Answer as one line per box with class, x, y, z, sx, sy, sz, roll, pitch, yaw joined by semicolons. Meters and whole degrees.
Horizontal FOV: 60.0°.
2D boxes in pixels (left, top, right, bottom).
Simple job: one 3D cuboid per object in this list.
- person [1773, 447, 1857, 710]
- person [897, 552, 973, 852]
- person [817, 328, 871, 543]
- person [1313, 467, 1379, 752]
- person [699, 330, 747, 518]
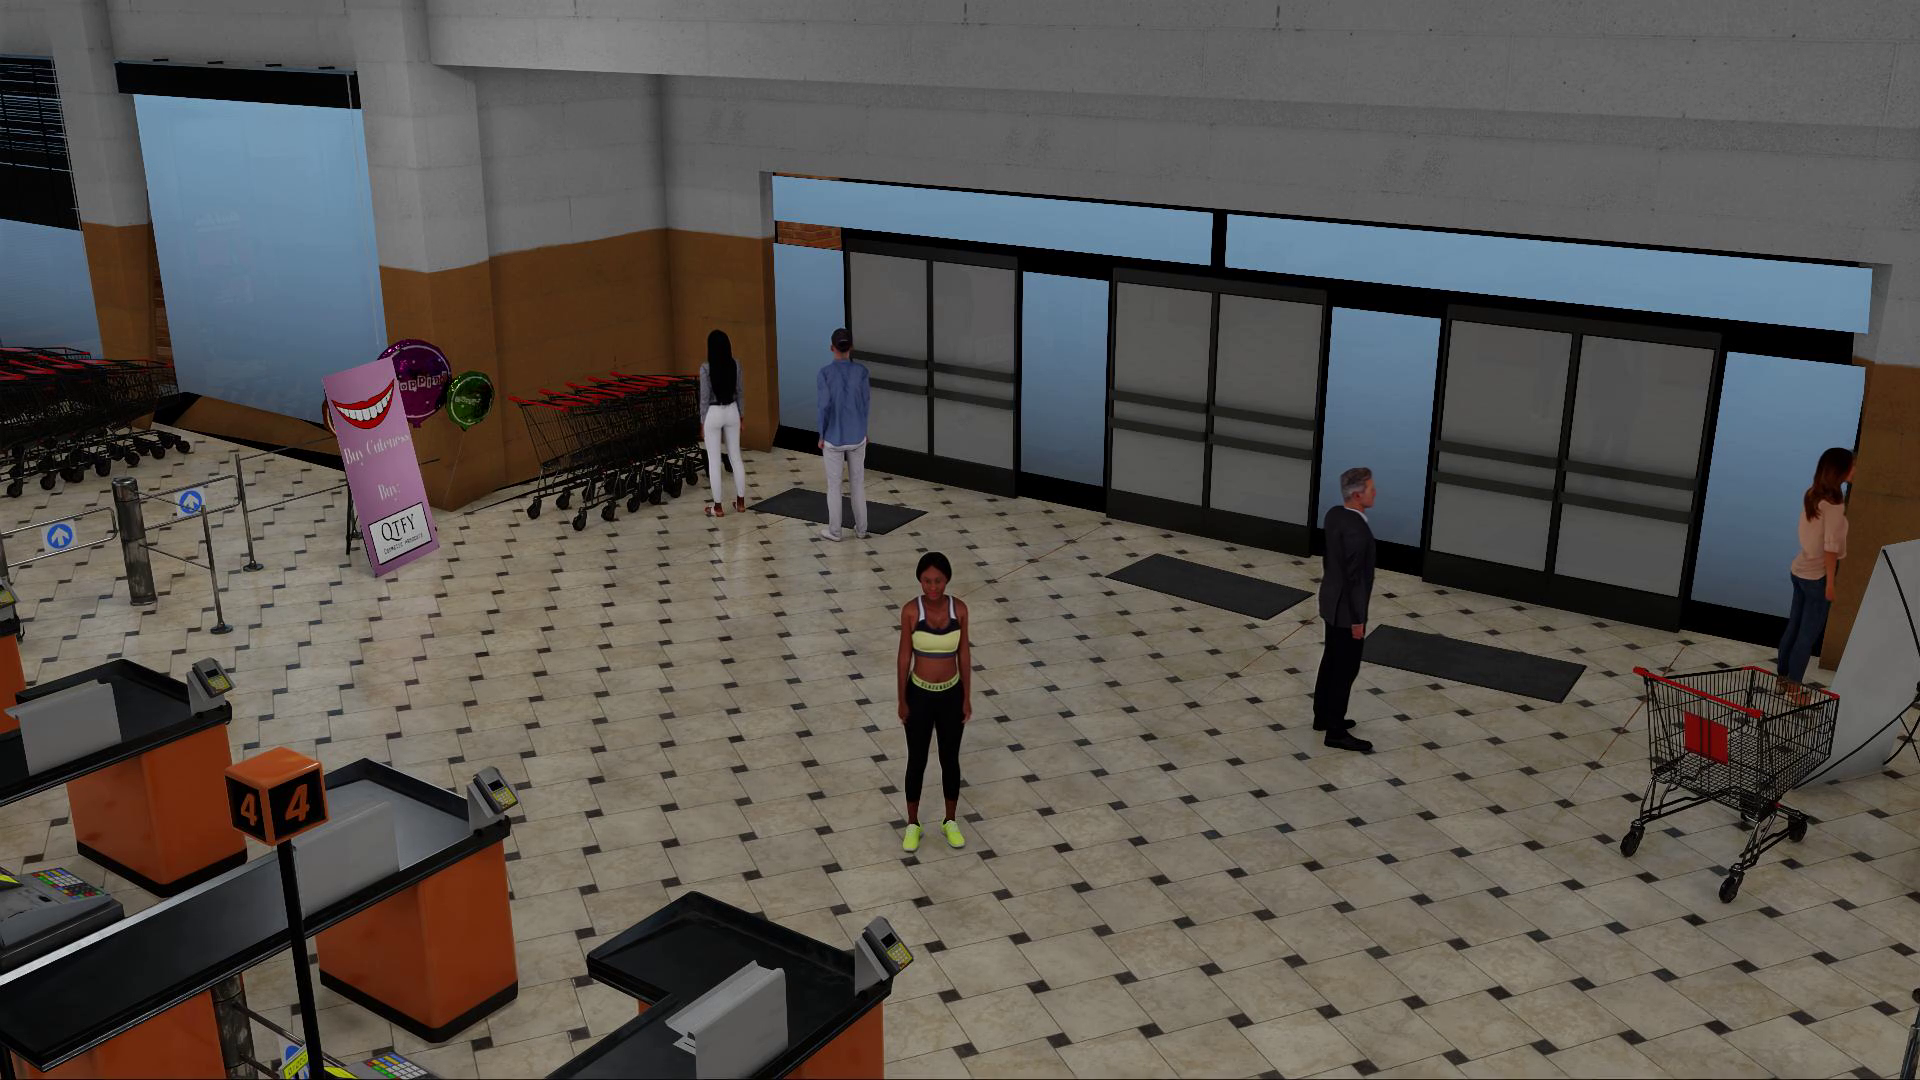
person;5.735;0.240;11.179;0.730;1.792;0.618;2;19;6
person;-0.143;0.892;9.304;0.640;1.754;0.694;-3;19;-8
person;-1.009;-0.914;14.451;0.689;1.888;0.802;-8;20;-23
person;2.467;0.410;10.600;0.869;1.840;0.774;-1;19;-3
person;-2.178;-1.078;15.194;0.579;1.724;0.729;-12;22;-31
